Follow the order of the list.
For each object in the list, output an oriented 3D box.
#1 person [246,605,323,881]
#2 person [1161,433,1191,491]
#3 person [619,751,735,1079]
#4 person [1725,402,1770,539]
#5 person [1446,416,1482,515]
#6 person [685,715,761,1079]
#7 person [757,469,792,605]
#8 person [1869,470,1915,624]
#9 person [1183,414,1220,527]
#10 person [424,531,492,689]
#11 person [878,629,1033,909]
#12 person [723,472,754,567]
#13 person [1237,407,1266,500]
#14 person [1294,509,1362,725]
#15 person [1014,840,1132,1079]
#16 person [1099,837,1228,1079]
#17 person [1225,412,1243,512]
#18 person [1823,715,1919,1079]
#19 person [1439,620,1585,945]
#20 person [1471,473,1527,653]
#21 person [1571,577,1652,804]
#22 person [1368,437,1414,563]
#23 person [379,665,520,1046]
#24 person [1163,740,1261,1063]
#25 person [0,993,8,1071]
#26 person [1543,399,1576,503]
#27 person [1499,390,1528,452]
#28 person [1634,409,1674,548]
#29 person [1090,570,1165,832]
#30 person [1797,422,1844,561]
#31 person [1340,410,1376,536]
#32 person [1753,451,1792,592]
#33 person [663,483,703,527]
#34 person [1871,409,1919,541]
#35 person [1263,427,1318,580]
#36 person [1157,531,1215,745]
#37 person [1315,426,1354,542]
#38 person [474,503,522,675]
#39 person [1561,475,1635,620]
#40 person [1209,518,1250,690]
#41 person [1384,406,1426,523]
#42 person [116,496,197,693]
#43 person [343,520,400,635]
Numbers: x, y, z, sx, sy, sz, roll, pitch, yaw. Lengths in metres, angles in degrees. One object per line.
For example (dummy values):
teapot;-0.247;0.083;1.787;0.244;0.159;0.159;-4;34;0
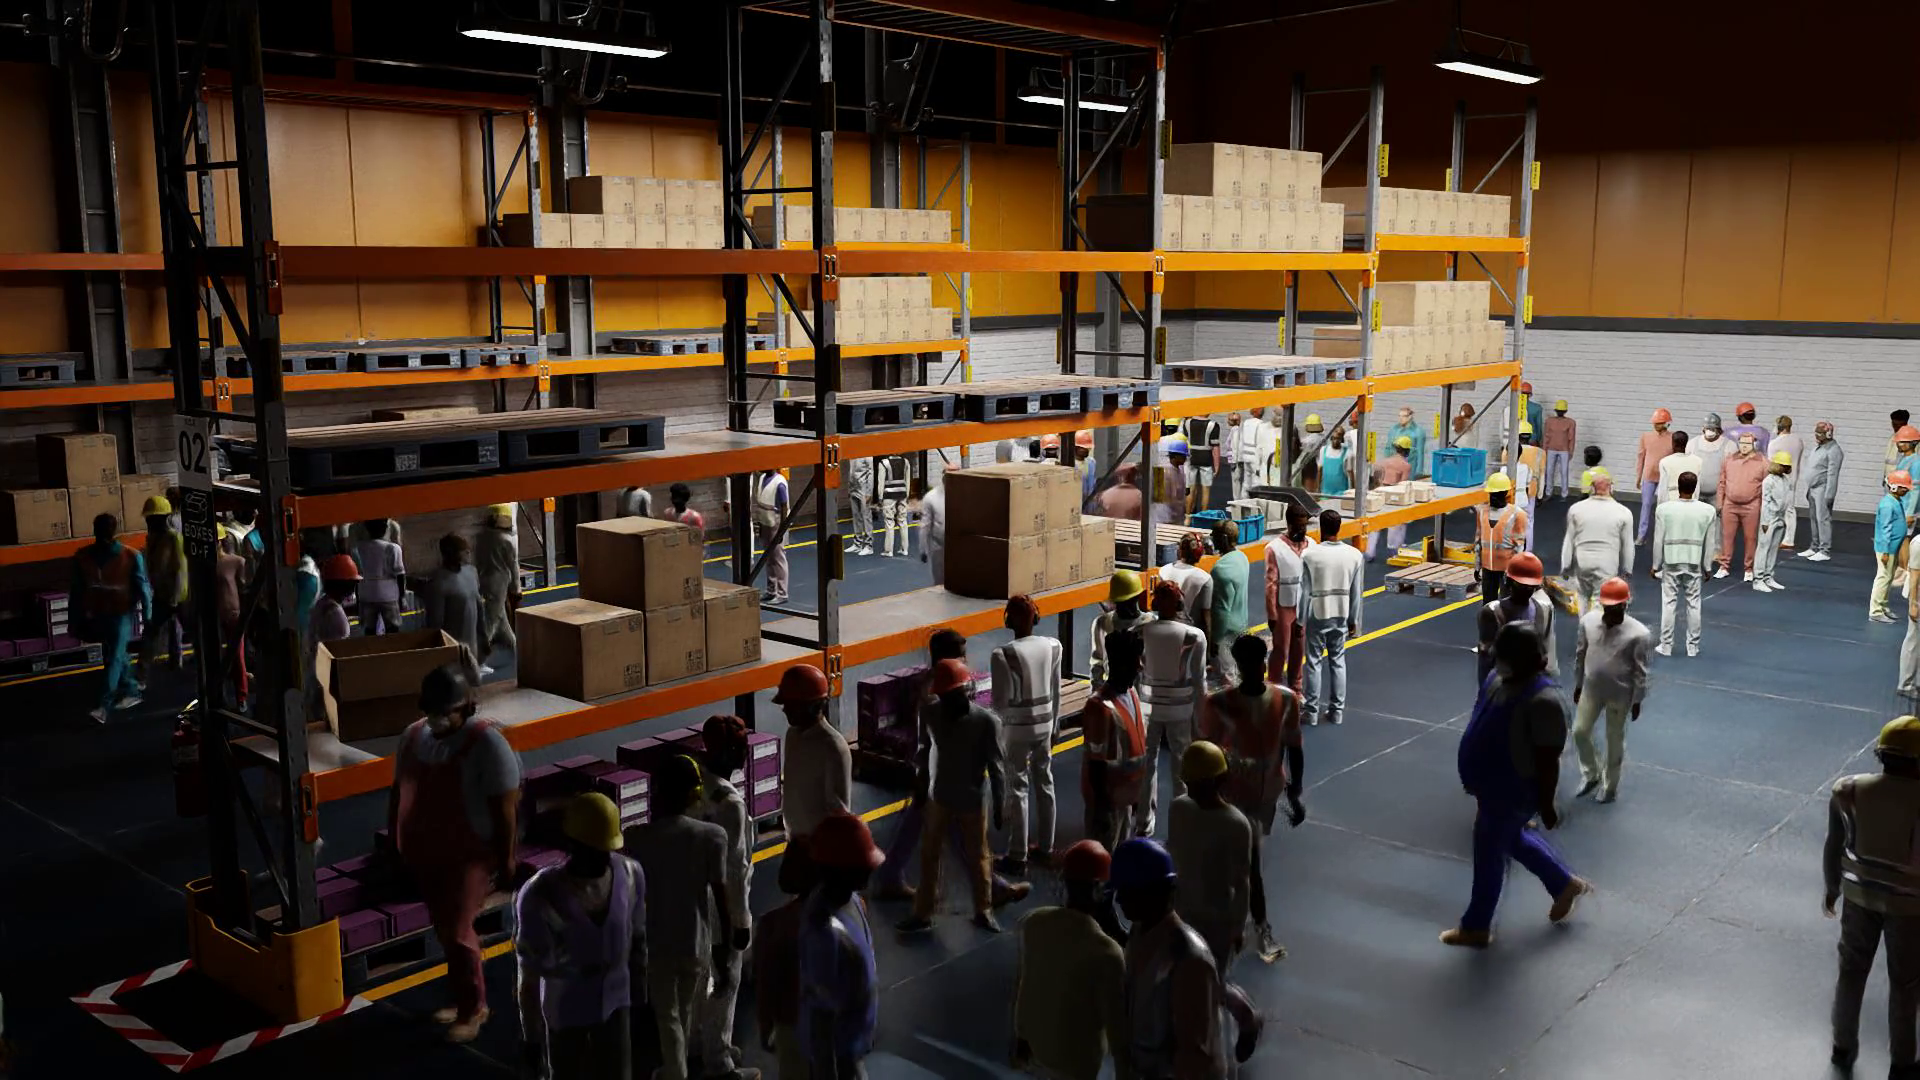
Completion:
person;-4.491;1.334;10.880;0.557;1.854;0.391;8;12;38
person;2.694;-0.392;20.961;0.387;1.927;0.589;-1;10;-5
person;-1.337;1.878;7.733;0.480;1.826;0.879;-4;10;-21
person;11.499;-1.003;24.299;0.724;2.029;0.436;2;10;12
person;8.069;-1.204;26.775;0.786;1.602;0.503;-1;10;-3
person;-1.188;1.776;8.192;0.340;1.878;0.579;-6;11;-31
person;-2.209;-0.150;19.771;0.393;1.842;0.564;-6;11;-32
person;10.512;0.071;18.763;0.350;1.739;0.575;7;12;37
person;3.697;-1.186;25.417;0.614;2.029;0.409;6;11;32
person;-4.163;0.858;13.589;0.943;1.912;0.631;2;10;9
person;-0.065;1.435;10.479;1.000;1.781;0.506;0;10;-1
person;-2.958;-0.575;22.195;0.354;1.881;0.576;5;11;27
person;4.662;-1.261;26.325;0.358;1.873;0.662;-7;12;-37
person;3.236;0.683;14.616;0.600;1.909;0.398;-3;10;-17
person;0.491;2.086;6.873;0.879;1.688;0.597;-6;11;-31
person;0.878;2.069;6.419;0.841;1.899;0.634;-3;10;-19
person;4.478;-1.269;27.086;0.316;1.629;0.509;1;10;5
person;4.647;1.774;8.317;0.404;1.829;0.600;-9;13;-43
person;3.369;1.396;9.953;0.953;2.000;0.677;-1;10;-6
person;5.532;0.258;17.125;0.395;1.919;0.581;-7;12;-36
person;4.832;1.129;12.443;0.435;1.733;0.586;-9;13;-43
person;5.825;-0.535;22.488;0.648;1.711;0.529;-6;11;-34
person;-2.705;1.608;8.688;0.698;2.000;0.624;5;11;29
person;1.224;1.830;8.232;0.557;1.750;0.535;-7;12;-37
person;-3.956;2.046;6.518;0.772;1.906;0.650;4;10;23
person;10.117;-1.504;28.115;0.533;1.759;0.346;7;12;34
person;9.514;-1.644;28.569;0.360;1.882;0.575;-5;11;-27
person;9.951;-0.883;23.710;0.612;1.990;0.392;7;12;37
person;1.194;1.147;11.833;0.593;1.911;0.398;4;10;24
person;11.744;-0.666;22.702;0.400;1.900;0.648;1;10;6
person;5.857;-0.976;24.570;0.572;1.887;0.355;-2;10;-9
person;10.089;-0.234;20.577;0.487;1.741;0.313;-7;12;-34
person;-2.989;0.184;18.272;0.533;1.680;0.581;6;11;31
person;13.491;-0.906;23.939;0.372;1.959;0.603;0;10;-3
person;4.163;-0.474;21.112;0.692;2.000;0.648;6;11;31
person;1.871;0.844;13.867;0.390;1.836;0.560;-8;13;-40
person;5.196;-0.677;22.999;0.532;1.814;0.447;7;12;35
person;-4.568;0.471;16.514;0.497;1.676;0.873;6;11;33
person;6.631;0.256;17.256;0.689;1.861;0.826;5;11;29
person;2.222;0.779;13.940;0.372;1.940;0.627;4;10;23
person;6.829;-1.132;25.510;0.857;1.880;0.648;-8;12;-38
person;-7.527;0.504;15.810;0.606;1.874;1.052;6;11;32
person;-5.859;0.395;16.650;0.528;1.801;0.993;0;10;1
